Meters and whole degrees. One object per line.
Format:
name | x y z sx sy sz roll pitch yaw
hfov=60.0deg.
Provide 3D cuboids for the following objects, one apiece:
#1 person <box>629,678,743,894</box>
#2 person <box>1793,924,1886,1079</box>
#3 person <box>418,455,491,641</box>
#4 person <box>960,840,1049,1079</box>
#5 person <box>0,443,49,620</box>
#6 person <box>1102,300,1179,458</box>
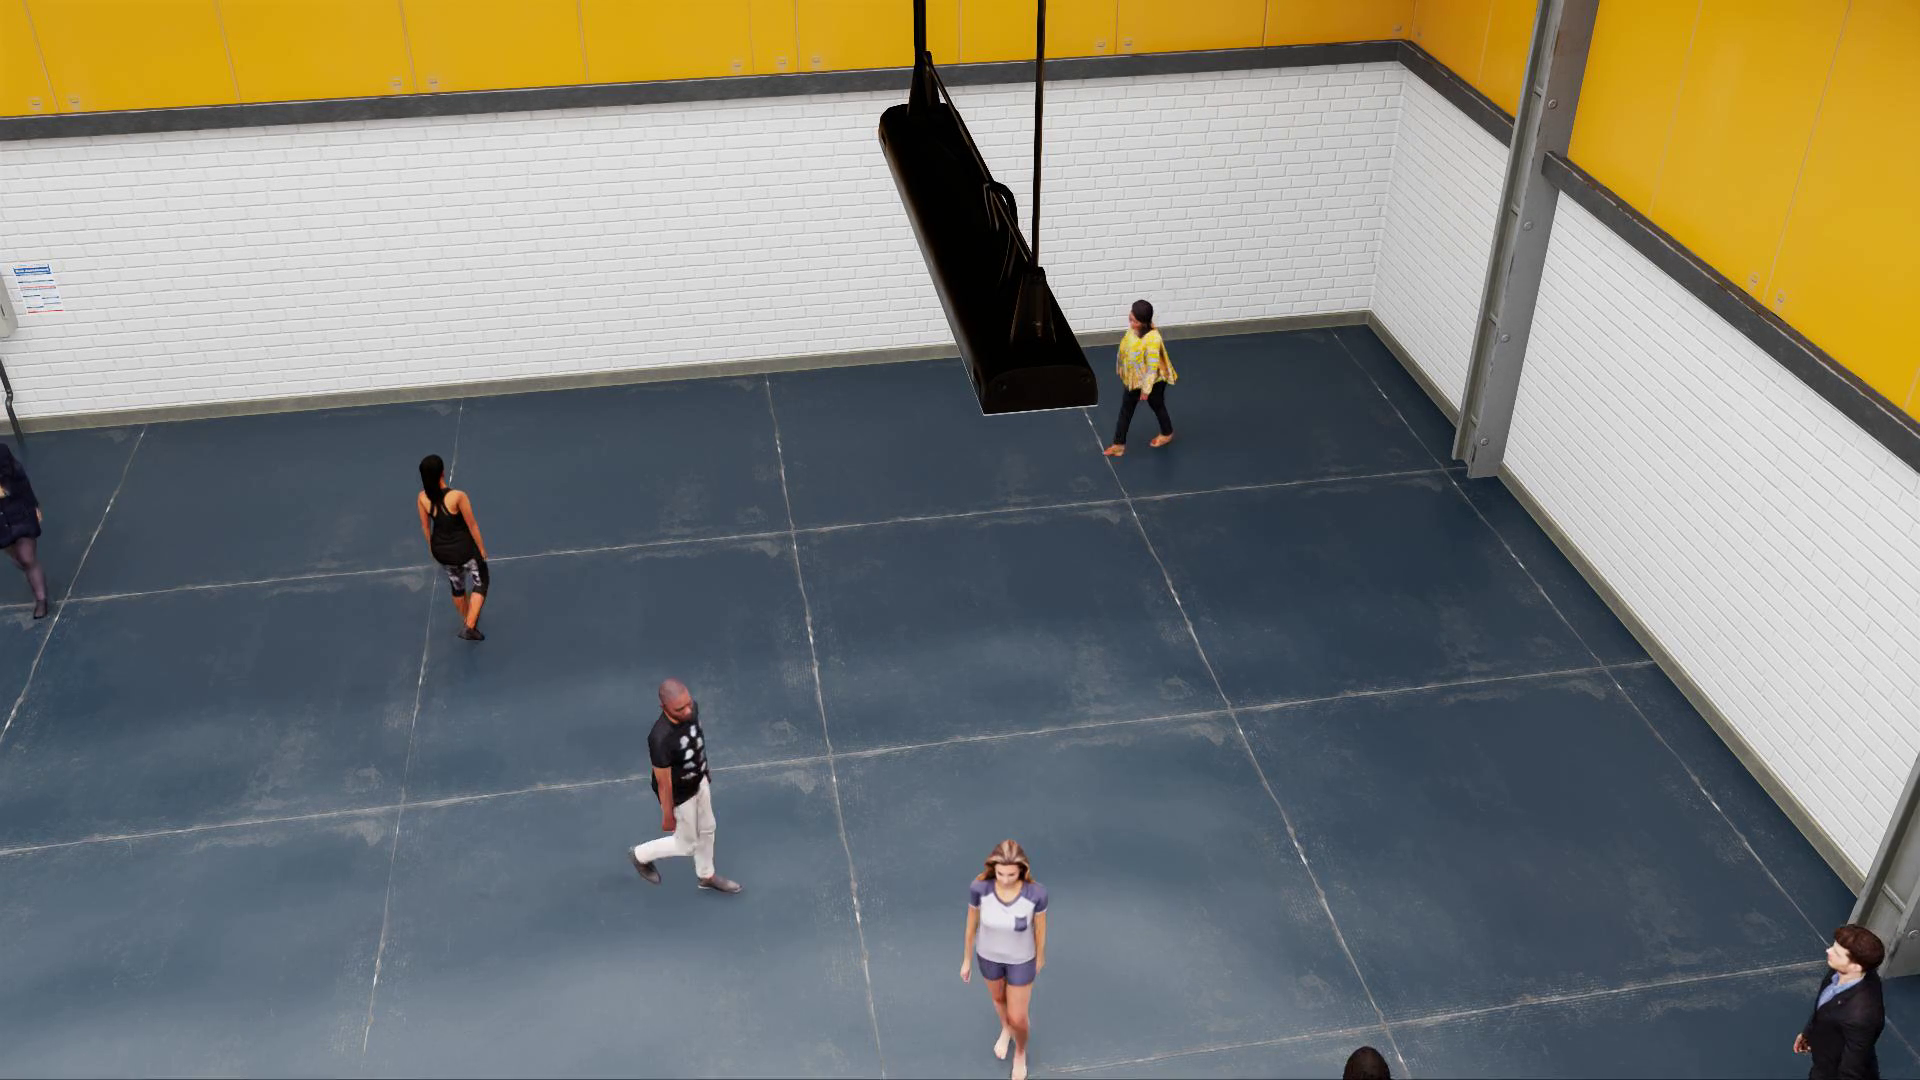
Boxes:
person | -1.810 1.550 10.388 0.977 1.783 1.010 8 34 12
person | 4.581 2.748 8.538 1.130 1.835 1.133 16 37 22
person | -3.867 0.090 12.697 0.756 1.658 0.841 5 34 7
person | 0.279 2.271 9.367 0.719 1.712 0.760 10 35 15
person | -7.520 -0.197 13.160 0.820 1.624 1.037 -18 38 -25
person | 1.750 -1.487 15.131 0.978 1.591 1.060 -13 36 -19
